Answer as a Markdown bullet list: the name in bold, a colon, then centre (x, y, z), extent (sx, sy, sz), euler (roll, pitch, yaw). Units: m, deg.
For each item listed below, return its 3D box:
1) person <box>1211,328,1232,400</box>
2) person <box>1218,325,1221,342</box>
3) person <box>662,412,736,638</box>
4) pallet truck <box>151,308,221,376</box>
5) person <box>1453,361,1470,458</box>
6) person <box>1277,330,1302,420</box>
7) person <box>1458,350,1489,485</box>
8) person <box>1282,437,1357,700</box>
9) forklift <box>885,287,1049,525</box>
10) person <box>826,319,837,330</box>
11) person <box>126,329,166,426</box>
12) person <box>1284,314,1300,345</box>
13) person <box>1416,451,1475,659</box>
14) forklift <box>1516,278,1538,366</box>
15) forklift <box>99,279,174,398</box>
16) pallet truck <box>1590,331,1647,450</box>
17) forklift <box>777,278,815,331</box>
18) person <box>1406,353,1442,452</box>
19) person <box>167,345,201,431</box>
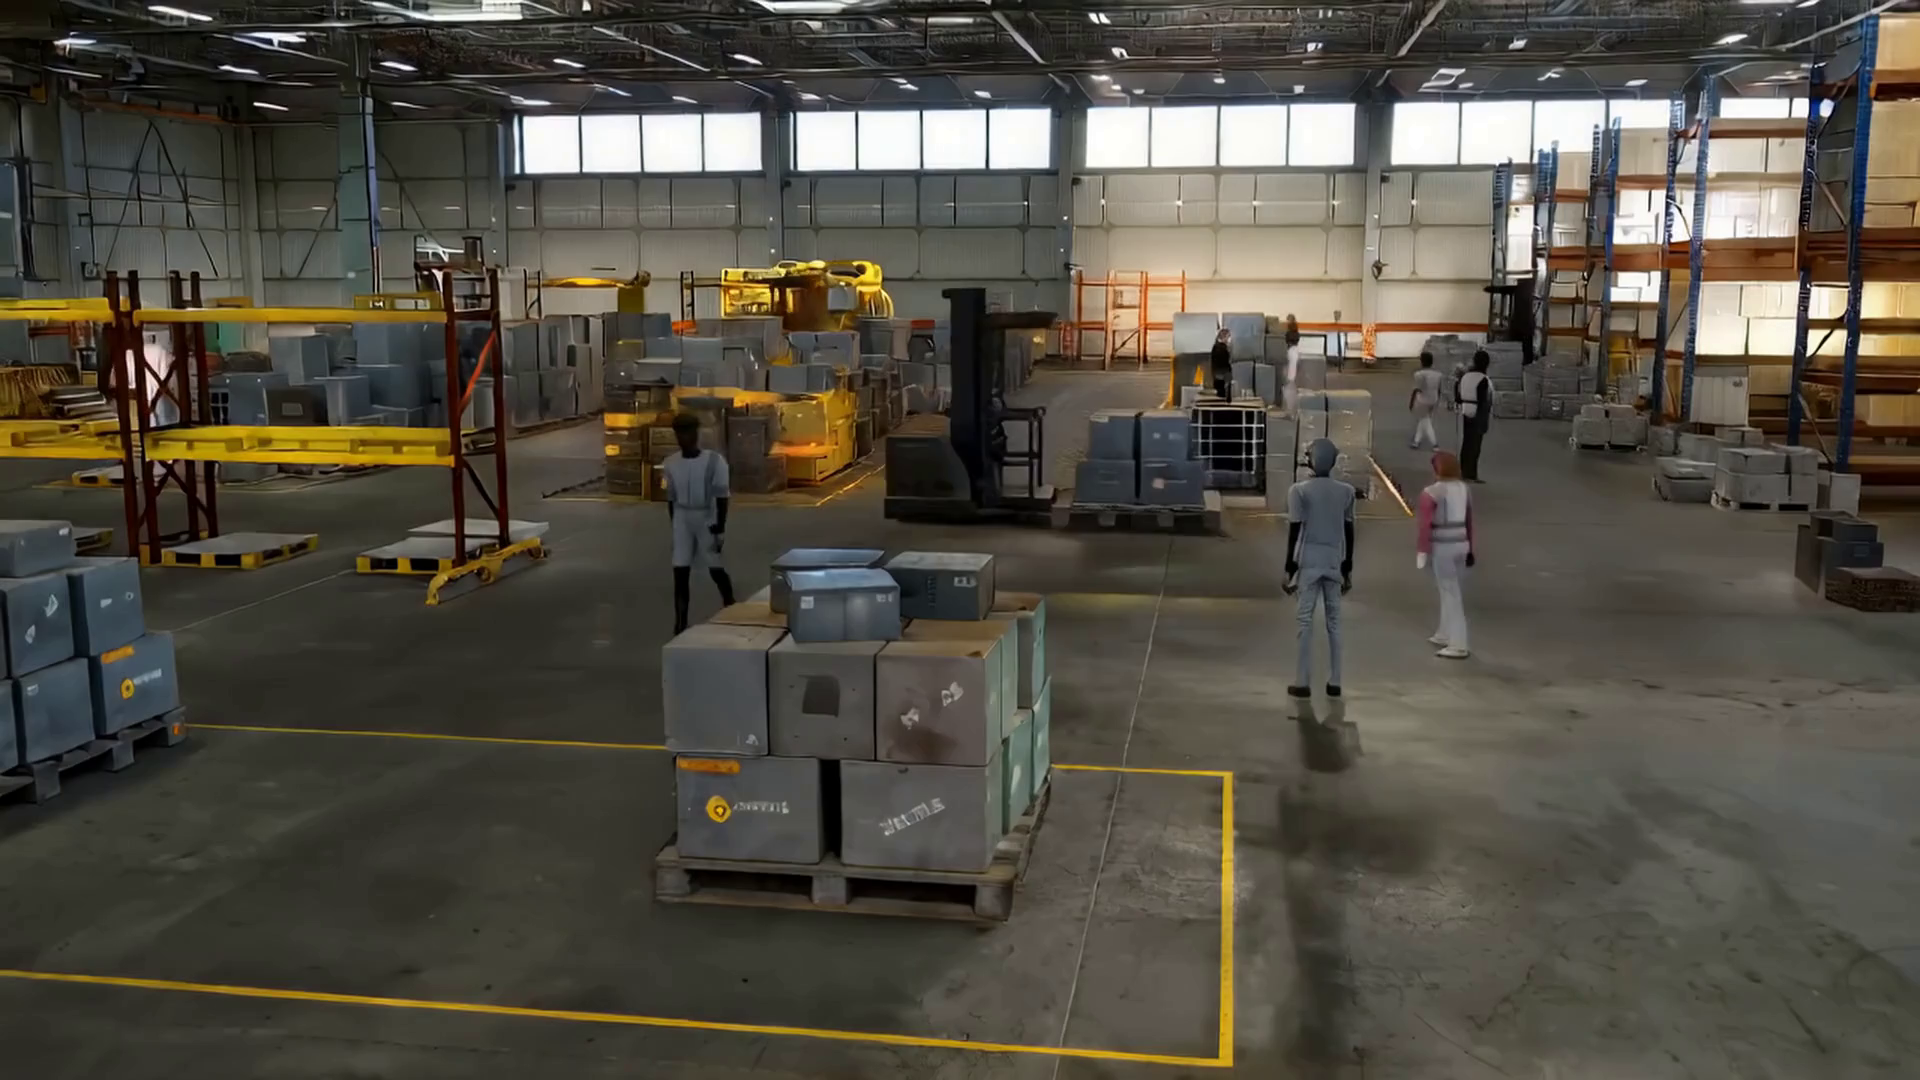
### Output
- **person**: centre (4.988, -3.070, 31.751), extent (0.355, 1.936, 0.633), euler (-2, 9, -11)
- **person**: centre (7.064, -5.052, 44.057), extent (0.574, 1.904, 0.888), euler (5, 11, 29)
- **person**: centre (-2.120, -0.115, 13.624), extent (0.604, 1.920, 0.993), euler (2, 9, 11)
- **pallet truck**: centre (-21.869, -5.598, 47.154), extent (0.823, 1.965, 1.885), euler (4, 10, 26)
- **person**: centre (7.868, -1.987, 26.016), extent (0.315, 1.631, 0.523), euler (0, 9, 0)
- **person**: centre (6.794, -3.331, 33.701), extent (0.608, 1.830, 0.632), euler (2, 9, 11)
- **person**: centre (7.305, -1.746, 23.645), extent (0.371, 1.915, 0.596), euler (-1, 9, -8)
- **person**: centre (2.539, 0.203, 11.767), extent (0.512, 1.872, 0.328), euler (-1, 9, -6)
- **forklift**: centre (0.089, -1.640, 20.029), extent (1.873, 2.768, 1.129), euler (1, 9, 9)
- **person**: centre (-2.979, -4.195, 38.797), extent (0.660, 1.894, 0.936), euler (0, 9, 2)
- **person**: centre (-15.499, -3.056, 31.693), extent (0.673, 1.928, 0.481), euler (-5, 11, -30)
- **person**: centre (8.500, -4.781, 42.354), extent (1.083, 1.929, 0.644), euler (6, 11, 35)
- **person**: centre (3.880, 0.113, 13.158), extent (0.531, 1.601, 0.594), euler (-6, 11, -33)
- **forklift**: centre (15.010, -5.575, 44.298), extent (1.873, 2.768, 1.129), euler (1, 9, 9)
- **forklift**: centre (-19.606, -4.720, 39.027), extent (1.873, 2.768, 1.129), euler (1, 9, 9)
- **pallet truck**: centre (11.253, -2.573, 28.499), extent (0.823, 1.965, 1.885), euler (5, 10, 27)
- **forklift**: centre (-4.287, -5.473, 43.668), extent (1.129, 2.768, 1.873), euler (-4, 10, -23)
- **person**: centre (7.835, -2.318, 27.992), extent (0.547, 1.648, 0.866), euler (-5, 11, -29)
- **person**: centre (-13.370, -2.515, 28.795), extent (0.980, 1.799, 0.633), euler (9, 13, 44)
